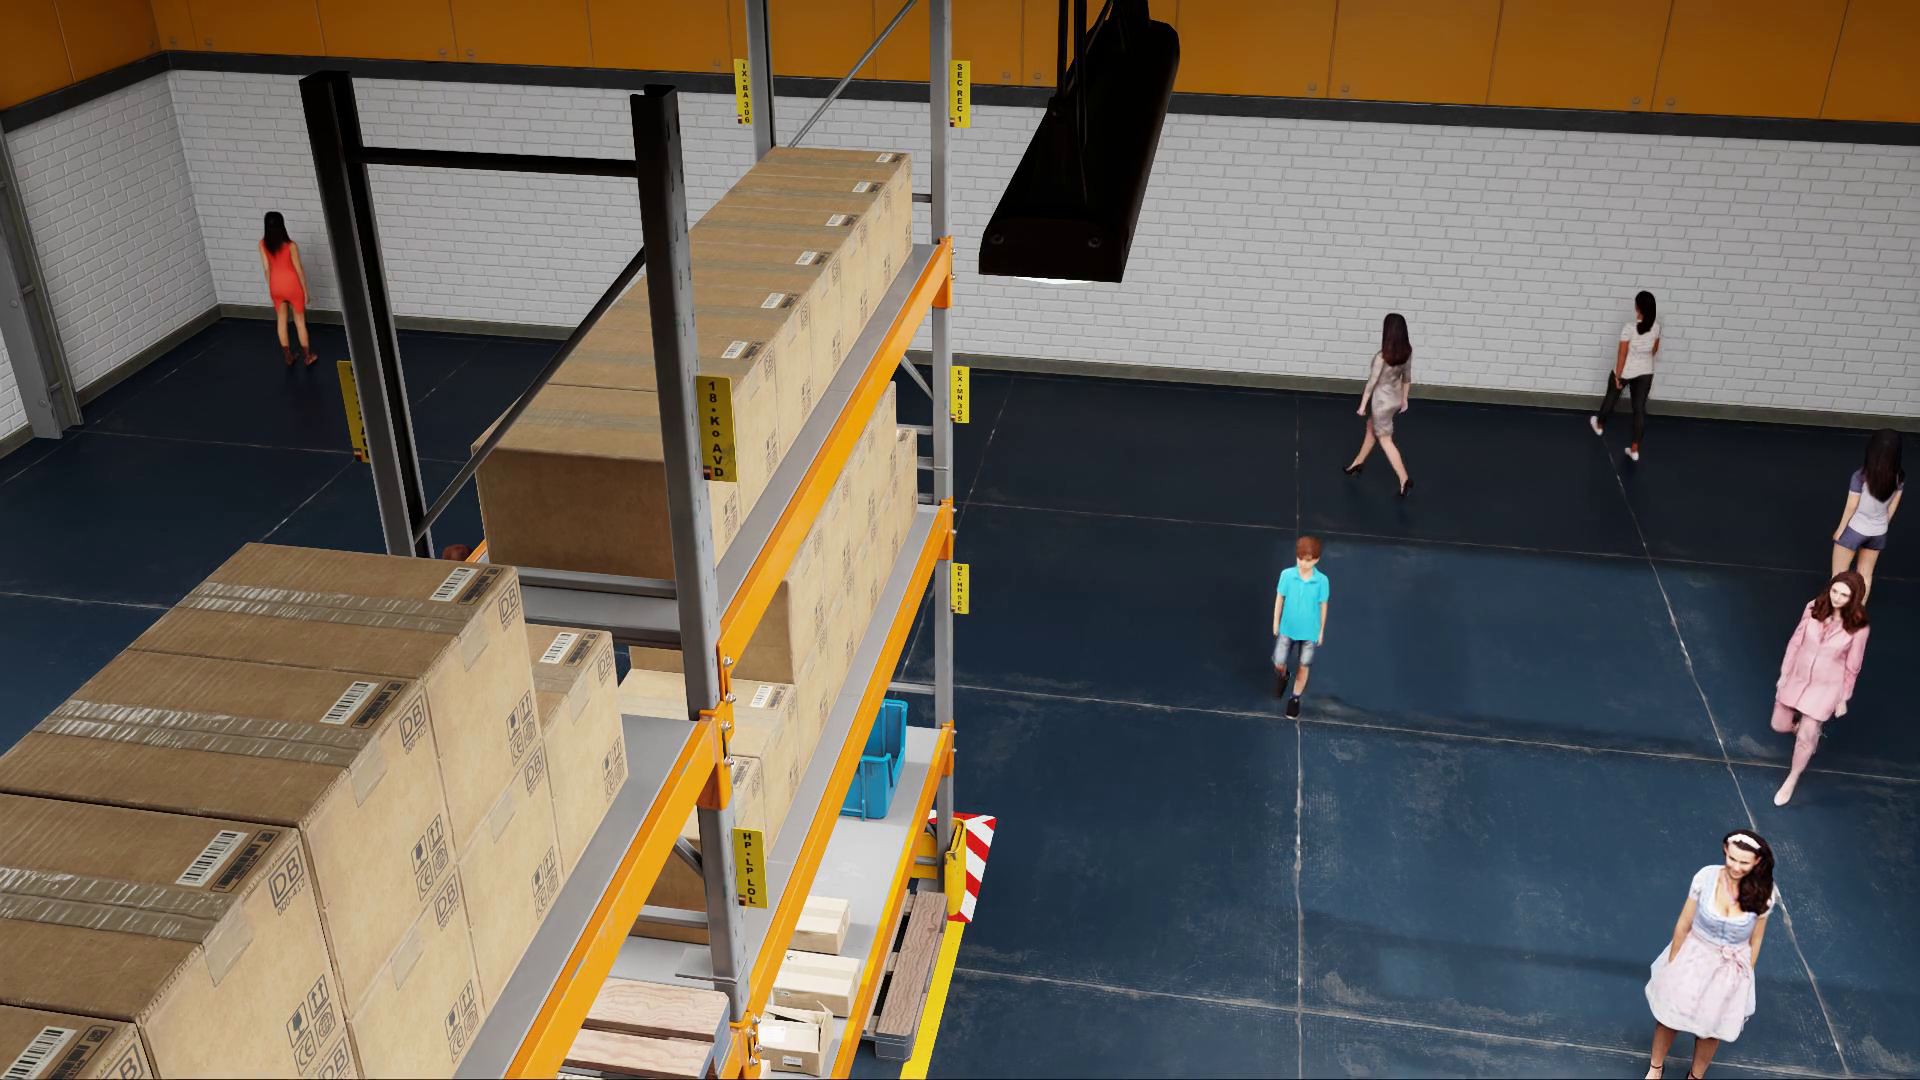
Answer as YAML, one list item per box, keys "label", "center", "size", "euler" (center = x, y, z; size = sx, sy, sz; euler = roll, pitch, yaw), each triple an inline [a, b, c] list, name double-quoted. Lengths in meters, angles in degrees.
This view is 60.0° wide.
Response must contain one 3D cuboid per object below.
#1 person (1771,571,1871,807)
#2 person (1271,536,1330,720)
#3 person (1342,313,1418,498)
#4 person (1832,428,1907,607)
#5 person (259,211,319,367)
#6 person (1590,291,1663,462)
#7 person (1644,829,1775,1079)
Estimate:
- label: "person"
  center: [5.728, 0.945, 11.077]
  size: [0.944, 1.785, 0.874]
  euler: [-23, 36, -35]
- label: "person"
  center: [2.483, 0.591, 12.083]
  size: [0.550, 1.442, 0.648]
  euler: [9, 30, 15]
- label: "person"
  center: [3.902, -1.174, 15.043]
  size: [1.091, 1.707, 1.136]
  euler: [-20, 34, -32]
- label: "person"
  center: [7.081, -0.087, 13.051]
  size: [0.654, 1.705, 0.619]
  euler: [-4, 29, -7]
- label: "person"
  center: [-7.200, -2.676, 17.784]
  size: [0.607, 1.720, 0.583]
  euler: [0, 29, 0]
- label: "person"
  center: [6.450, -1.540, 15.826]
  size: [0.703, 1.600, 1.103]
  euler: [0, 29, -1]
- label: "person"
  center: [3.896, 2.243, 8.663]
  size: [0.775, 1.818, 0.806]
  euler: [12, 31, 22]
